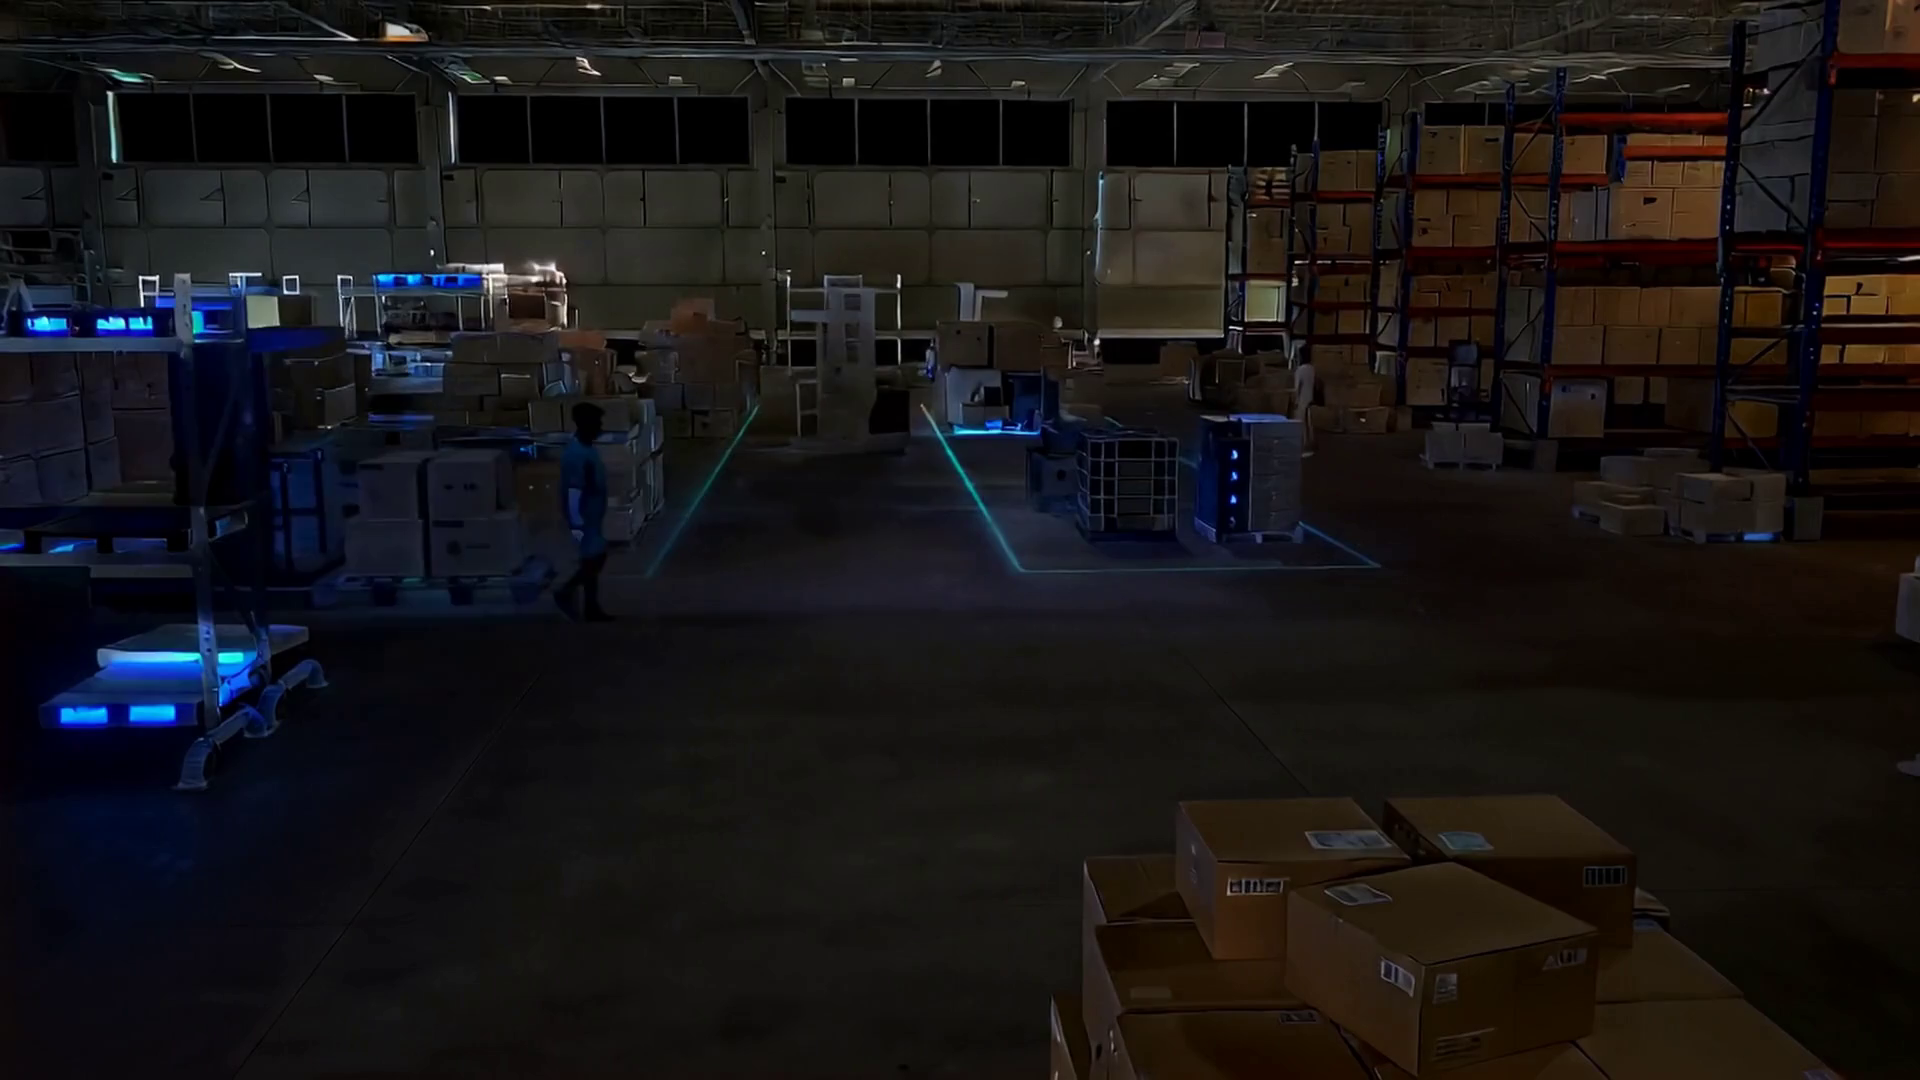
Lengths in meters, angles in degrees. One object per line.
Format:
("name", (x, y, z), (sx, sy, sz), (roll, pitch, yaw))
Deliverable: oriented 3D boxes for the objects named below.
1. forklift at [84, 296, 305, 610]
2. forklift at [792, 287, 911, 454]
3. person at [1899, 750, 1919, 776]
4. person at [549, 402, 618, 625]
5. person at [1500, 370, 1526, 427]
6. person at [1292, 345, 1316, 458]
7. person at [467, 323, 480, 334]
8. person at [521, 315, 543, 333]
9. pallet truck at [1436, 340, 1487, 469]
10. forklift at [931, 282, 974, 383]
("forklift", (-6.919, -0.833, 15.258), (1.873, 2.768, 1.129), (-1, 9, -4))
("forklift", (-1.833, -2.958, 28.601), (1.129, 2.768, 1.873), (8, 12, 41))
("person", (5.954, 0.472, 10.017), (0.542, 1.938, 0.358), (-8, 12, -42))
("person", (-3.219, -0.211, 14.263), (0.466, 1.946, 0.628), (1, 9, 5))
("person", (10.442, -2.706, 31.050), (0.849, 1.601, 0.529), (0, 9, -1))
("person", (5.689, -2.286, 27.573), (0.309, 1.861, 0.535), (8, 12, 42))
("person", (-11.317, -4.117, 38.912), (0.852, 1.900, 0.567), (-3, 10, -20))
("person", (-11.649, -5.149, 45.304), (0.636, 1.938, 0.358), (-8, 12, -41))
("pallet truck", (8.004, -2.170, 26.422), (0.823, 1.965, 1.885), (2, 9, 14))
("forklift", (0.172, -5.571, 45.011), (1.873, 2.768, 1.129), (-1, 9, -4))
